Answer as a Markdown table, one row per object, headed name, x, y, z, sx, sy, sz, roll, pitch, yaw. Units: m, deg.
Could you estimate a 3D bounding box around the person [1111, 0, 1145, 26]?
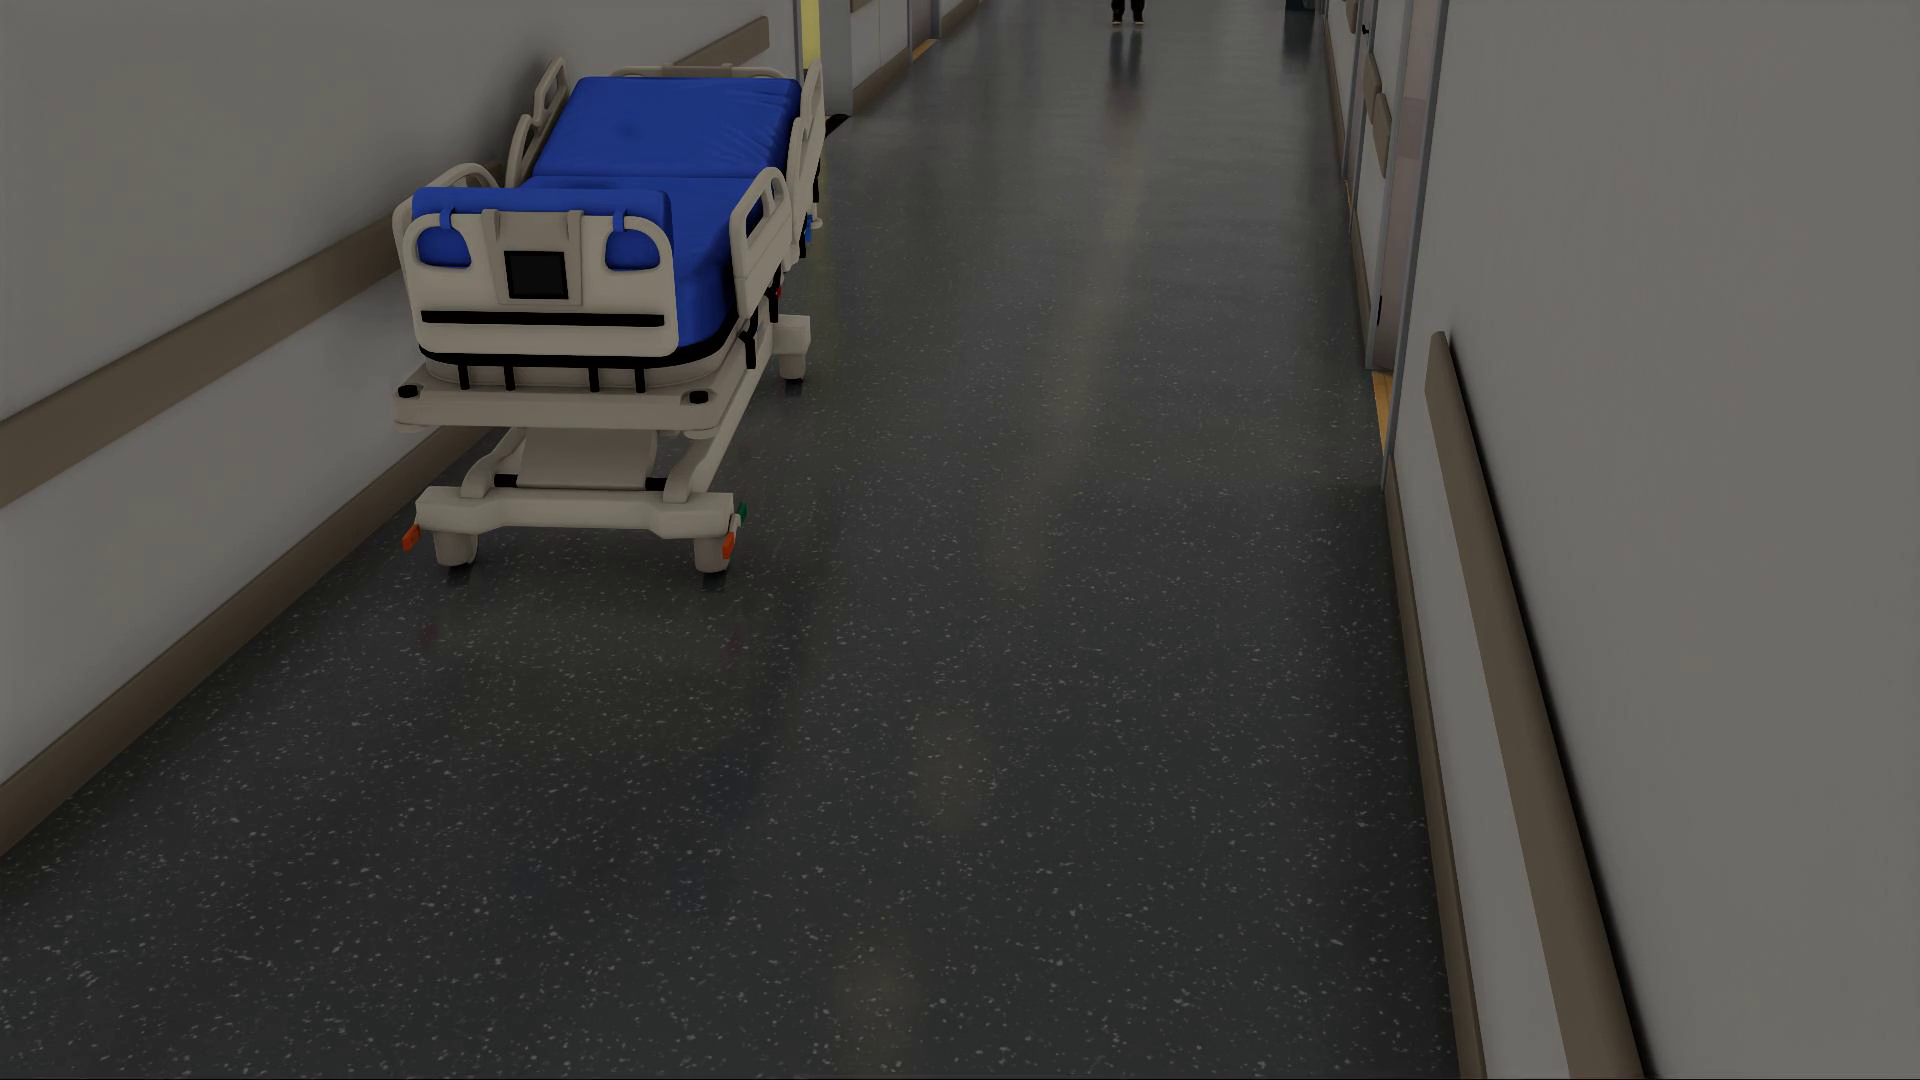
| name | x | y | z | sx | sy | sz | roll | pitch | yaw |
| --- | --- | --- | --- | --- | --- | --- | --- | --- | --- |
| person | 1.602 | -5.600 | 15.642 | 0.455 | 1.453 | 0.640 | 3 | 26 | 6 |
